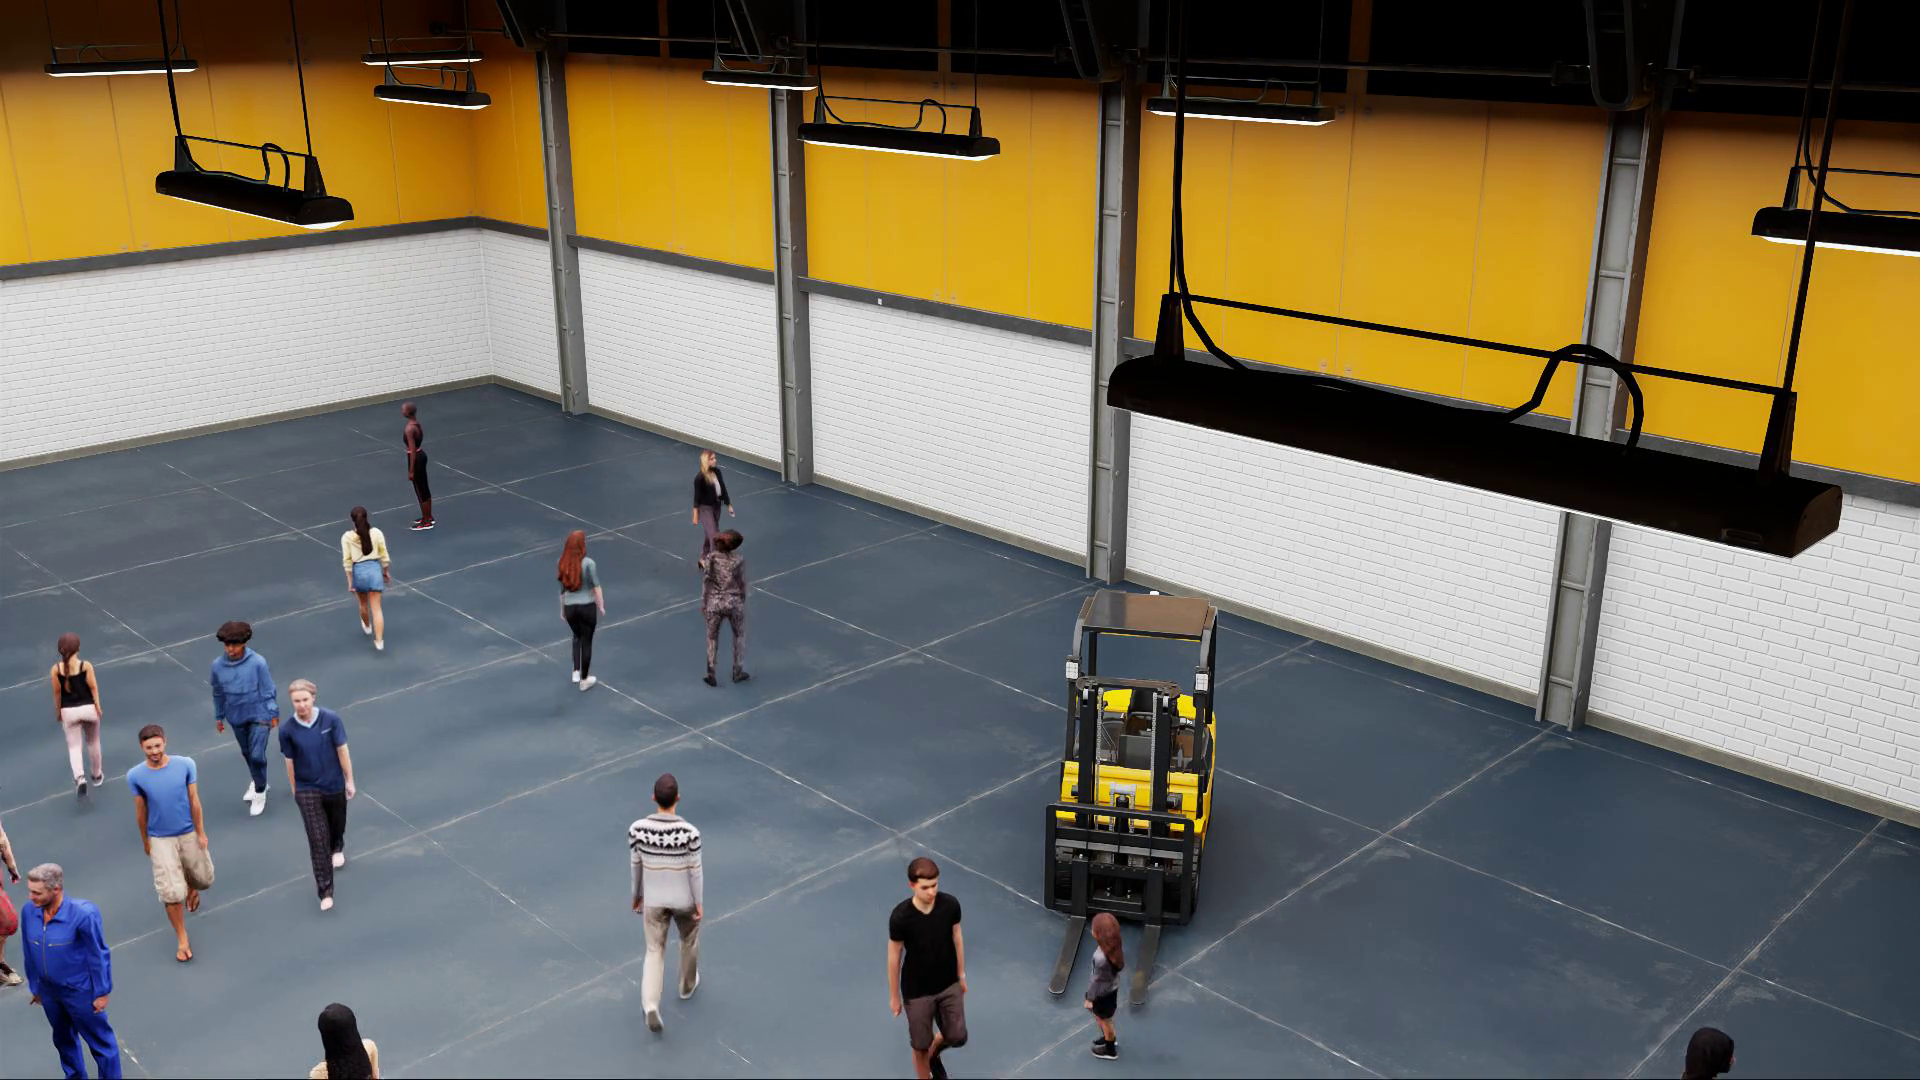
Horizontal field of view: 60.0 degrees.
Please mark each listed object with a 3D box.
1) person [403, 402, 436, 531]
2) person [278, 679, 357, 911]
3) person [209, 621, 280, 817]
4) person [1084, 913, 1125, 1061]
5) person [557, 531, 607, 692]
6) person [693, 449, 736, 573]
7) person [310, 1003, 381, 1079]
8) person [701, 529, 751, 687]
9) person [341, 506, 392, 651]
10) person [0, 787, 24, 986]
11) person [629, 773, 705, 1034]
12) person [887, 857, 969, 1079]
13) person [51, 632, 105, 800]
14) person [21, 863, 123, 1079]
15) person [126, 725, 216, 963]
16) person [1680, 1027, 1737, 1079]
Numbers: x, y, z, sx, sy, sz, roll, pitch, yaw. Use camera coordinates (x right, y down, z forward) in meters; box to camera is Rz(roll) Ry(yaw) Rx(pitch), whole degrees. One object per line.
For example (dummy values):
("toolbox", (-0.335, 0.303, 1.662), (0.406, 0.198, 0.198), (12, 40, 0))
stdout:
("person", (-7.328, -1.023, 22.502), (0.735, 1.761, 0.665), (-1, 19, -3))
("person", (-5.185, 1.975, 13.495), (0.932, 1.828, 1.271), (-9, 20, -24))
("person", (-6.322, 1.527, 14.900), (0.946, 1.780, 1.003), (2, 19, 5))
("person", (1.045, 3.069, 11.399), (0.605, 1.092, 0.562), (4, 19, 11))
("person", (-3.962, 0.762, 17.243), (0.683, 1.734, 0.767), (4, 19, 10))
("person", (-3.180, -0.335, 20.635), (0.872, 1.649, 0.753), (9, 20, 24))
("person", (-3.351, 3.427, 9.335), (1.232, 1.732, 0.796), (11, 22, 30))
("person", (-2.440, 0.712, 17.470), (0.744, 1.684, 0.761), (-8, 20, -22))
("person", (-6.538, 0.455, 18.390), (0.915, 1.584, 1.228), (-9, 21, -24))
("person", (-7.270, 2.502, 12.239), (0.831, 1.632, 0.770), (1, 19, 4))
("person", (-2.069, 2.566, 11.728), (1.110, 1.836, 1.149), (1, 19, 3))
("person", (-0.220, 2.851, 10.853), (0.859, 1.854, 0.925), (-7, 20, -19))
("person", (-7.984, 1.599, 15.057), (0.727, 1.544, 0.962), (-8, 20, -22))
("person", (-5.766, 2.888, 10.789), (0.723, 1.826, 0.852), (4, 19, 11))
("person", (-6.012, 2.228, 12.718), (0.835, 1.845, 1.132), (-10, 21, -26))
("person", (3.947, 3.479, 9.252), (1.203, 1.687, 0.967), (5, 19, 16))
